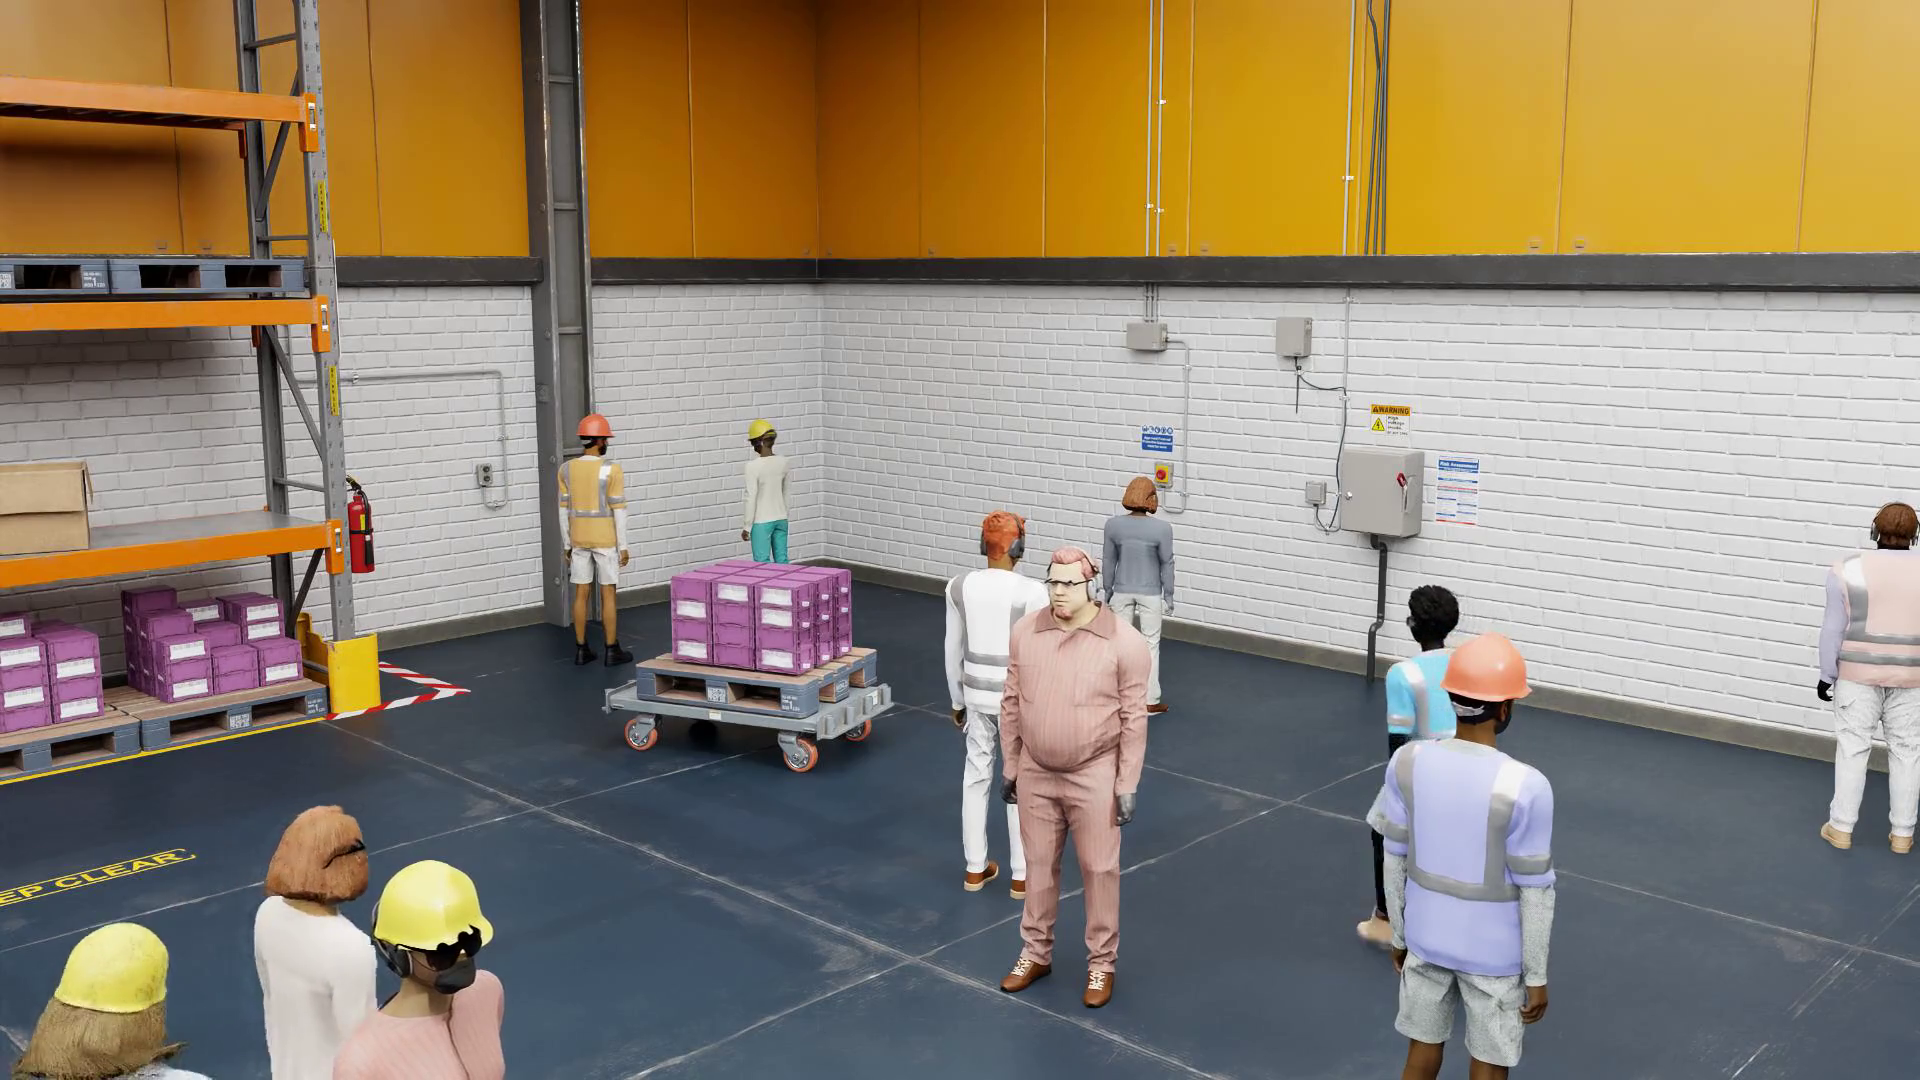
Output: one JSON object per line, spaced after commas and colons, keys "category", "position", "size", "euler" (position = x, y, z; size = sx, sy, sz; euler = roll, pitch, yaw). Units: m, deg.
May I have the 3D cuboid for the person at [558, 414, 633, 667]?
{"category": "person", "position": [-2.783, 0.002, 12.732], "size": [0.549, 1.933, 0.373], "euler": [3, 10, 16]}

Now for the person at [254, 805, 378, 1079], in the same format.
{"category": "person", "position": [-1.763, 1.510, 4.489], "size": [0.506, 1.610, 0.700], "euler": [7, 11, 35]}

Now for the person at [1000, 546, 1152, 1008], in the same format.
{"category": "person", "position": [0.450, 0.969, 6.894], "size": [0.642, 1.908, 0.409], "euler": [4, 10, 25]}

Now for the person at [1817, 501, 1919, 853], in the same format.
{"category": "person", "position": [4.803, 0.713, 8.661], "size": [0.633, 1.843, 0.429], "euler": [3, 10, 17]}

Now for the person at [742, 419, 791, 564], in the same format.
{"category": "person", "position": [-1.657, -0.150, 14.207], "size": [0.320, 1.762, 0.522], "euler": [7, 12, 38]}

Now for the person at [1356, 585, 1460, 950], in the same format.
{"category": "person", "position": [2.016, 1.017, 7.300], "size": [0.540, 1.673, 0.630], "euler": [-3, 10, -19]}

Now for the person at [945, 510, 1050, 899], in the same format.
{"category": "person", "position": [0.204, 0.791, 8.048], "size": [0.573, 1.887, 0.355], "euler": [5, 11, 28]}

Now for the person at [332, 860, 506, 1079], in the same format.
{"category": "person", "position": [-1.147, 1.559, 3.708], "size": [0.319, 1.767, 0.534], "euler": [3, 10, 20]}

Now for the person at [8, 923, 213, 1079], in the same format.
{"category": "person", "position": [-1.704, 1.643, 3.365], "size": [0.503, 1.706, 0.655], "euler": [-6, 11, -32]}

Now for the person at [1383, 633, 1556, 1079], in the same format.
{"category": "person", "position": [1.571, 1.240, 5.136], "size": [0.546, 1.938, 0.360], "euler": [9, 13, 43]}

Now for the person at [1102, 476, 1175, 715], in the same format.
{"category": "person", "position": [1.217, 0.379, 11.341], "size": [0.509, 1.632, 0.266], "euler": [4, 10, 24]}
